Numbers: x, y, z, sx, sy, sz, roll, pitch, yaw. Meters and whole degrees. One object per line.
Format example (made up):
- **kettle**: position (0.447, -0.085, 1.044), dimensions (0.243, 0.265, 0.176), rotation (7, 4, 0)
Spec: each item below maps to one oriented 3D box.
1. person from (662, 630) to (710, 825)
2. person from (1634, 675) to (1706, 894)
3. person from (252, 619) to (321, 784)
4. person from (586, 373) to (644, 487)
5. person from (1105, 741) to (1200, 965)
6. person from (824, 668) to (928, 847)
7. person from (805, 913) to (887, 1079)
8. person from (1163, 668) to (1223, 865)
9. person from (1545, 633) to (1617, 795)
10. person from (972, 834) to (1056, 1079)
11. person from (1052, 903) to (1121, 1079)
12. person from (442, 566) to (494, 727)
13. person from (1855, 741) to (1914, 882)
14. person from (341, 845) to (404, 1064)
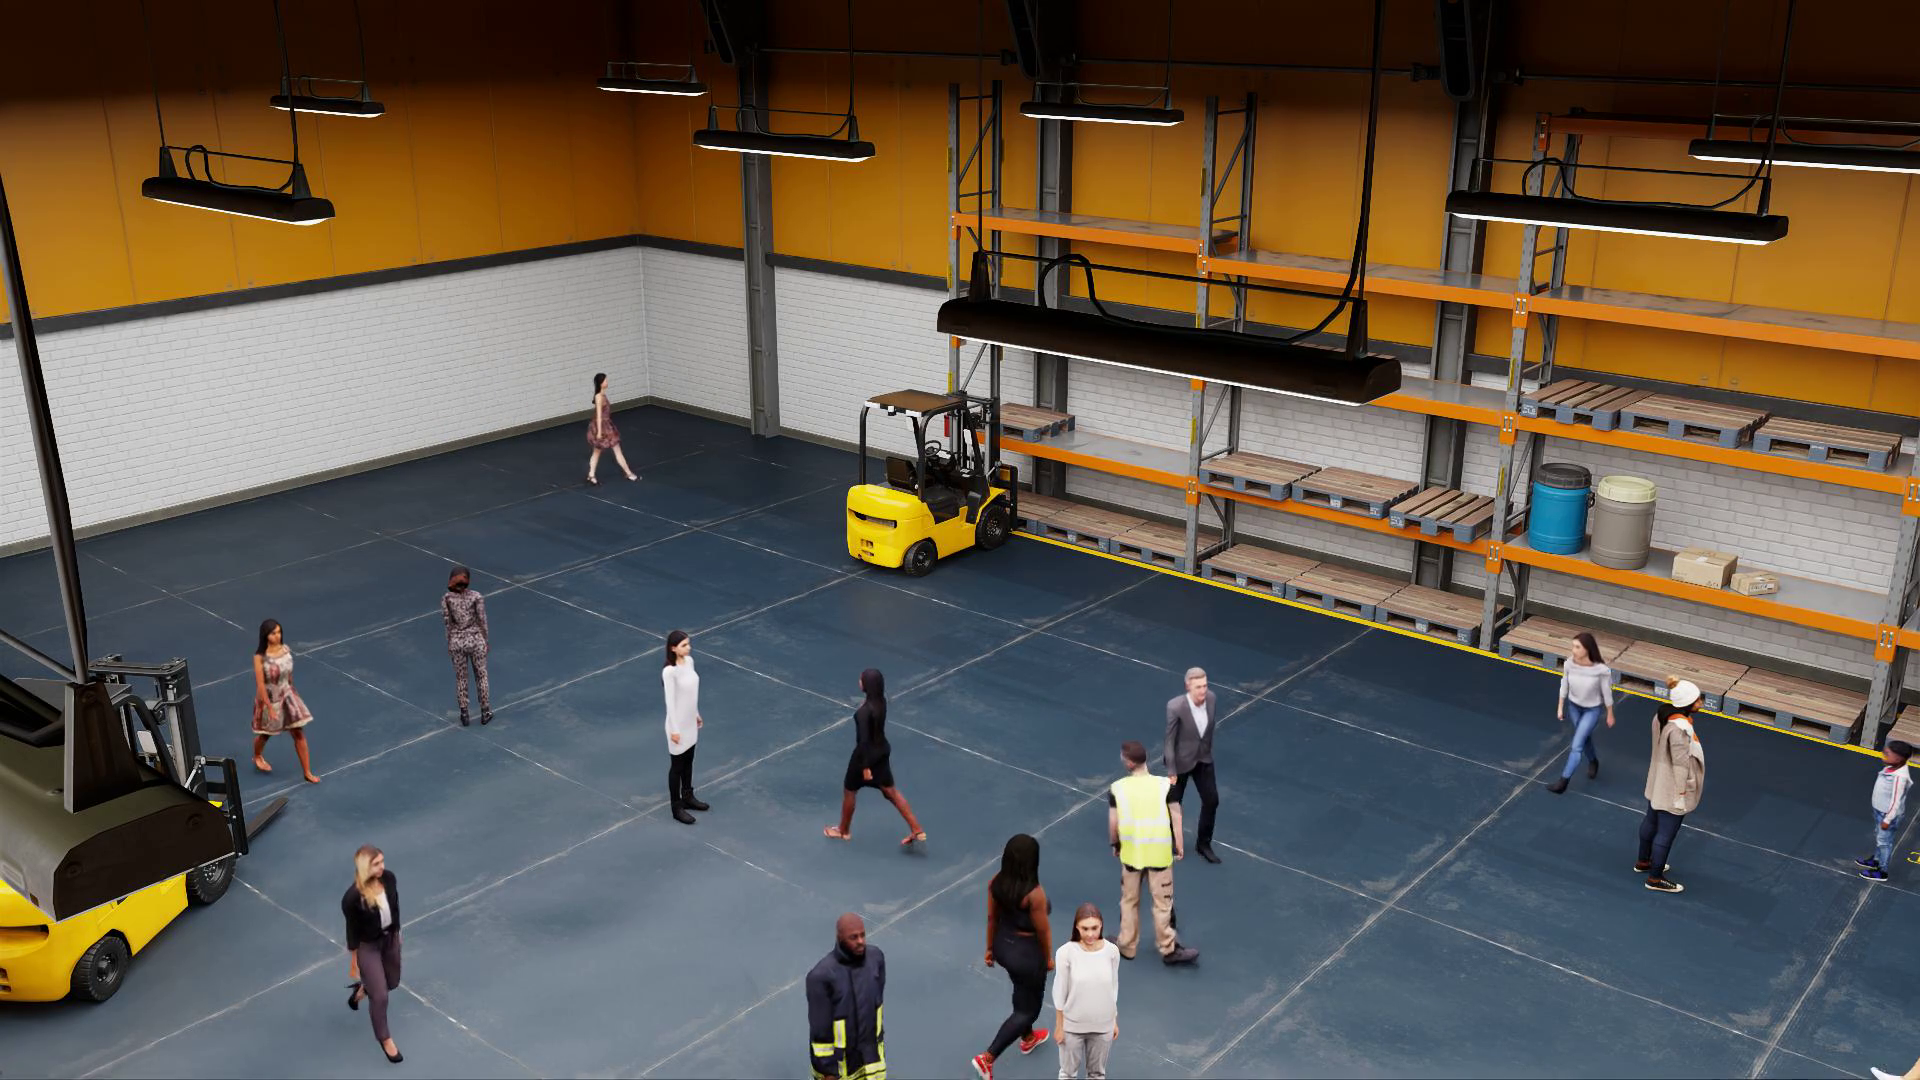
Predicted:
- **person**: position (-2.522, 1.665, 15.079), dimensions (0.641, 1.808, 0.672), rotation (7, 20, 20)
- **person**: position (5.932, 2.006, 13.937), dimensions (0.854, 1.890, 0.815), rotation (1, 19, 4)
- **person**: position (-6.550, 1.526, 15.803), dimensions (1.123, 1.608, 0.681), rotation (12, 22, 31)
- **person**: position (-5.426, -1.615, 24.924), dimensions (1.084, 1.740, 1.082), rotation (-4, 19, -10)
- **person**: position (1.491, 2.429, 12.810), dimensions (0.888, 1.808, 1.067), rotation (7, 20, 21)
- **person**: position (-0.686, 1.938, 14.477), dimensions (1.282, 1.676, 0.912), rotation (7, 20, 20)
- **person**: position (-0.776, 3.170, 10.646), dimensions (1.008, 1.785, 1.283), rotation (-11, 21, -29)
- **person**: position (1.948, 1.883, 14.429), dimensions (0.929, 1.809, 1.010), rotation (-9, 21, -24)
- **person**: position (5.916, 1.610, 15.606), dimensions (0.871, 1.576, 1.072), rotation (-16, 24, -39)
- **person**: position (0.362, 2.902, 11.439), dimensions (0.805, 1.786, 1.070), rotation (-16, 24, -39)
- **person**: position (0.824, 3.137, 10.896), dimensions (0.687, 1.688, 0.723), rotation (-4, 19, -11)
- **person**: position (-5.033, 1.070, 16.992), dimensions (0.683, 1.714, 0.735), rotation (-3, 19, -9)
- **person**: position (7.889, 2.277, 14.118), dimensions (0.571, 1.261, 0.540), rotation (7, 20, 20)
- **person**: position (-4.181, 2.877, 11.731), dimensions (0.938, 1.647, 0.708), rotation (12, 22, 33)
